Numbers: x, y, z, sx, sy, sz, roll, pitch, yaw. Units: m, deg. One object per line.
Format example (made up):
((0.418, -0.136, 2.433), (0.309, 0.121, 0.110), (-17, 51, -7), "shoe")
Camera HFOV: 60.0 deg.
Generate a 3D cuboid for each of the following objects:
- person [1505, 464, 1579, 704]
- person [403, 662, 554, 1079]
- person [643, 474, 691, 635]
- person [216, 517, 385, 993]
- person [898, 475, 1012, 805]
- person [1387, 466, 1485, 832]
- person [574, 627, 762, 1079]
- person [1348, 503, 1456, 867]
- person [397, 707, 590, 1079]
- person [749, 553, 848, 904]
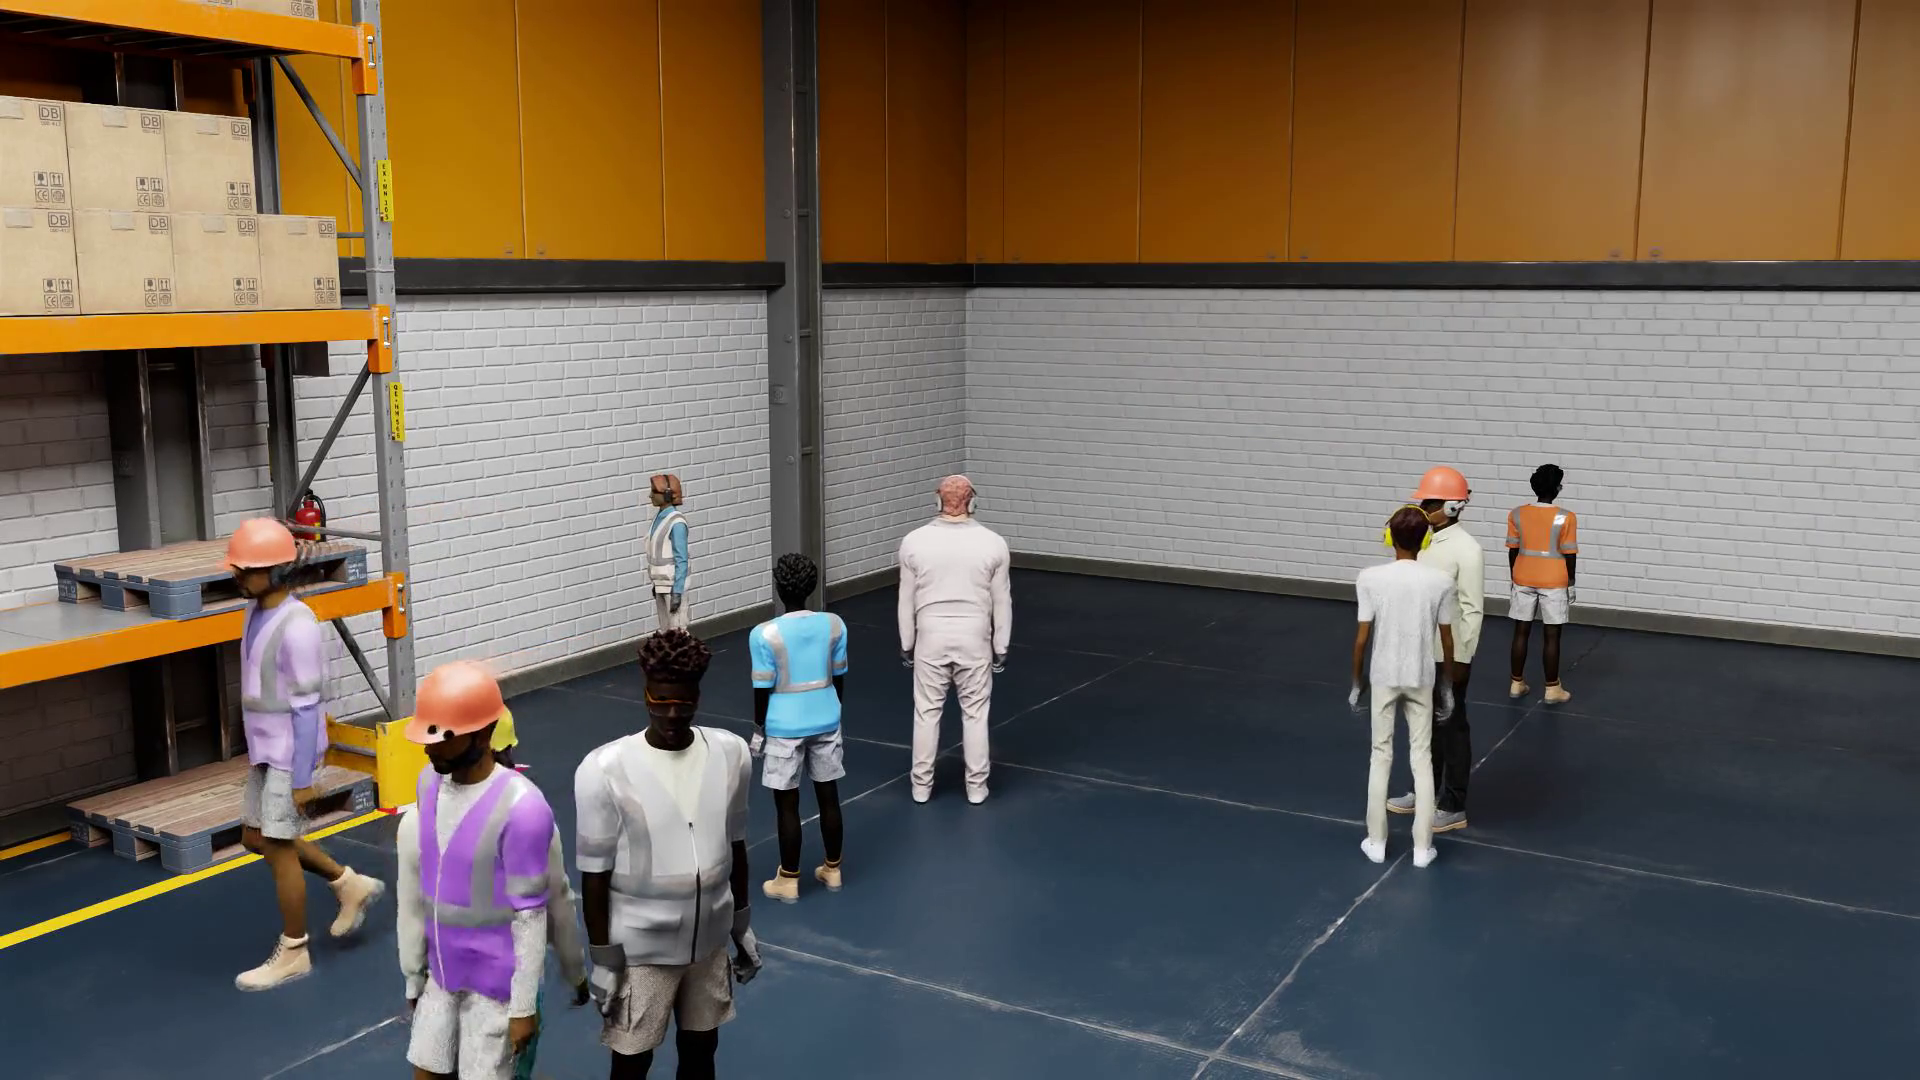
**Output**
((4.120, 0.307, 11.779), (0.319, 1.696, 0.532), (-9, 13, -44), "person")
((-1.413, 1.278, 5.031), (0.570, 1.916, 0.568), (7, 11, 37), "person")
((-2.044, 0.347, 11.699), (0.311, 1.642, 0.513), (-5, 10, -28), "person")
((-2.844, 0.890, 7.118), (0.585, 2.023, 0.626), (-7, 12, -38), "person")
((-0.027, 0.575, 9.499), (0.650, 1.896, 0.400), (0, 9, 1), "person")
((2.615, 0.588, 9.090), (0.382, 1.996, 0.608), (-2, 9, -11), "person")
((-0.895, 1.231, 5.180), (0.605, 1.962, 0.373), (-7, 12, -38), "person")
((2.271, 0.743, 8.539), (0.532, 1.864, 0.304), (2, 9, 11), "person")
((-1.430, 1.338, 5.165), (0.536, 1.754, 0.431), (3, 9, 15), "person")
((-0.777, 0.905, 8.042), (0.534, 1.697, 0.322), (-6, 11, -34), "person")
